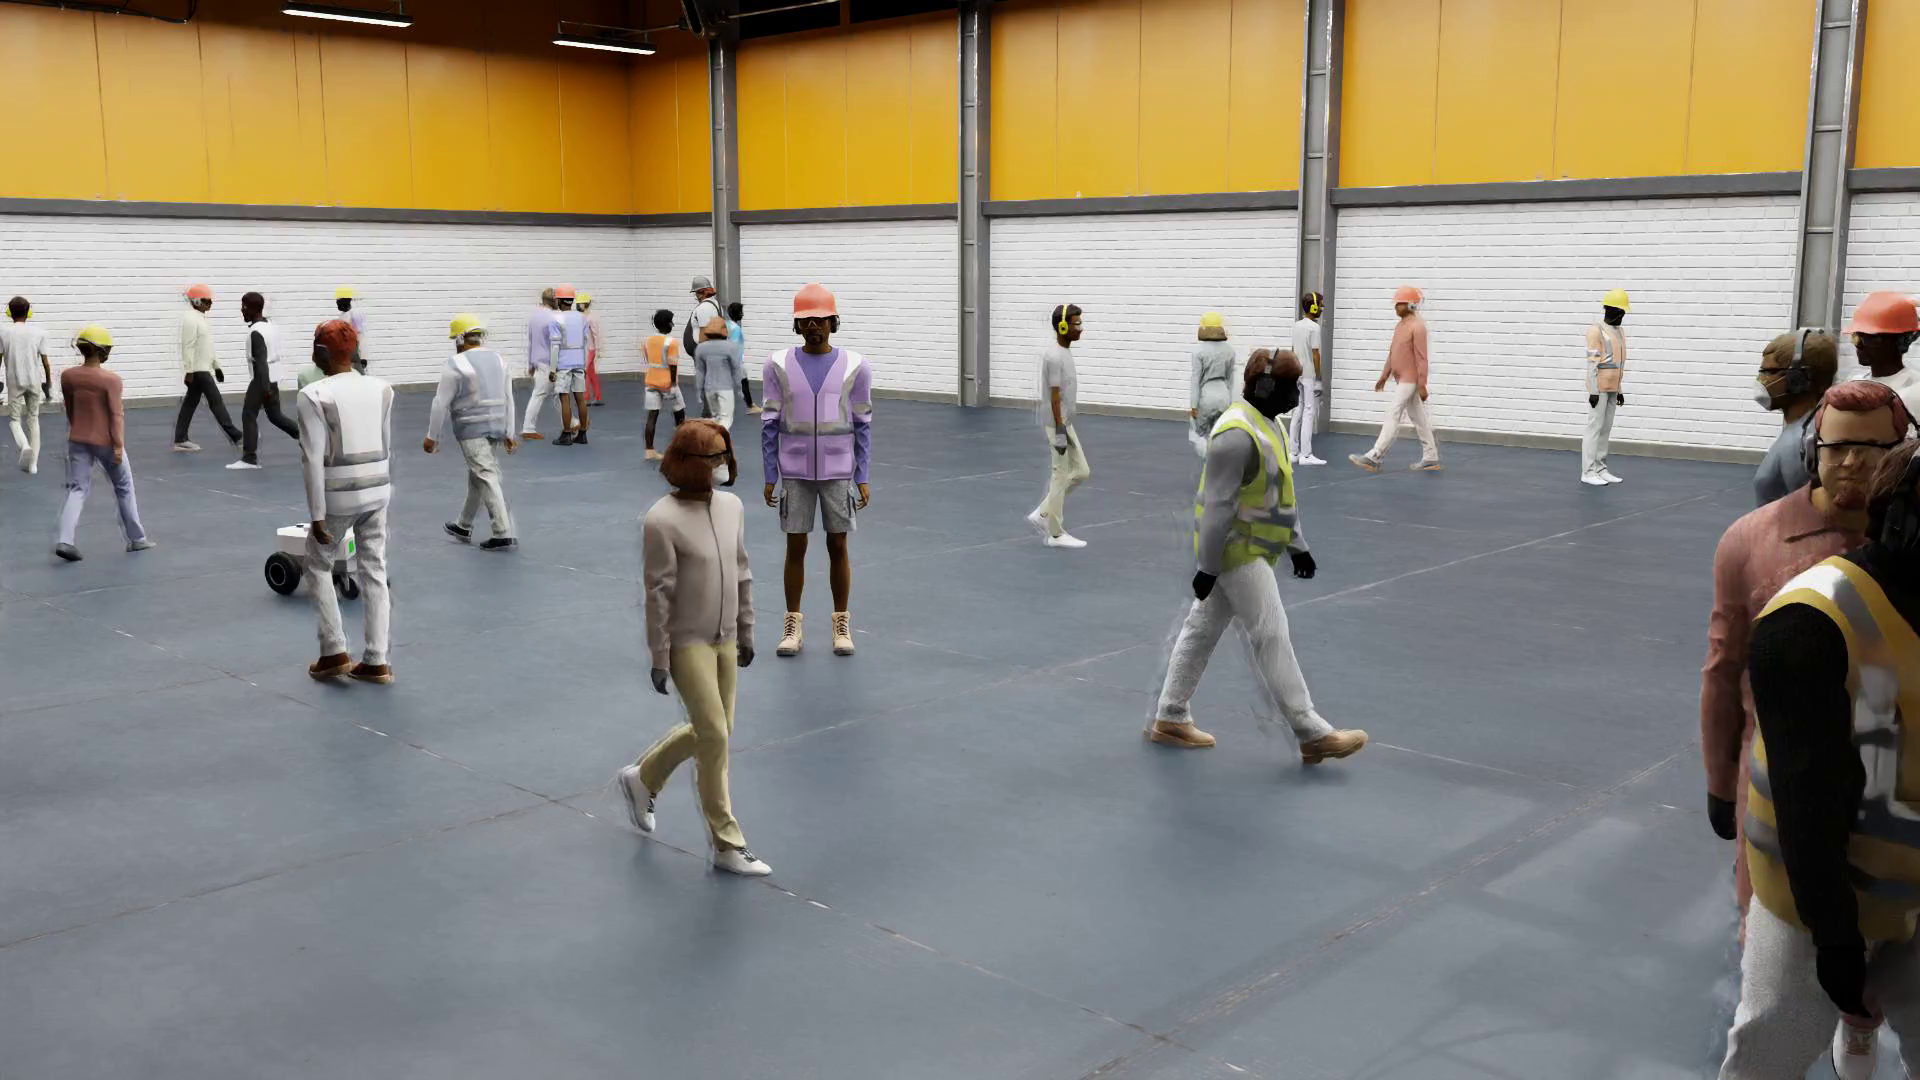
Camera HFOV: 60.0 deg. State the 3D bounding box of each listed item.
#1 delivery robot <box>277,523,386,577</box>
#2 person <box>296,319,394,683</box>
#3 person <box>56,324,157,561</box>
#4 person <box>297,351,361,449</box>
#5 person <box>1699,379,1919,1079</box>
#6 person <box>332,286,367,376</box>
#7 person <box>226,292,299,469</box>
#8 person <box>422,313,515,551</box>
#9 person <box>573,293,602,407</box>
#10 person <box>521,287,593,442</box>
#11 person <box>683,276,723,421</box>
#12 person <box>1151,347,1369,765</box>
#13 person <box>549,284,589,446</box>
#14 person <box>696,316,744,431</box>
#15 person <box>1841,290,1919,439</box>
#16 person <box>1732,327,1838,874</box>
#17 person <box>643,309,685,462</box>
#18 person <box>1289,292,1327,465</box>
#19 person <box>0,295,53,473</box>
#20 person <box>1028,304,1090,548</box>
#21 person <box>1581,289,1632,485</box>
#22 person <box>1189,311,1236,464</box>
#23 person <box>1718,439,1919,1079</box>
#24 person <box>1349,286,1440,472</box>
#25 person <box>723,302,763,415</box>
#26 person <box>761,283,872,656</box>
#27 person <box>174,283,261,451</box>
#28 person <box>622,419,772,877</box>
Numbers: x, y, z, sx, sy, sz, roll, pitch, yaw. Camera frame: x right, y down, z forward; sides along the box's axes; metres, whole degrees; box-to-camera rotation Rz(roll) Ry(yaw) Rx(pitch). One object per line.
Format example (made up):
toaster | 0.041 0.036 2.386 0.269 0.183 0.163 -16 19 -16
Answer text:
delivery robot | -4.111 0.031 10.881 0.707 0.478 0.477 4 10 26
person | -3.165 -0.195 8.534 0.578 1.862 0.580 7 12 37
person | -6.354 -0.706 12.207 0.524 1.736 0.878 1 9 8
person | -4.991 -0.851 13.276 0.529 1.617 0.483 -1 9 -7
person | 2.091 0.551 3.944 0.643 1.879 0.816 5 10 28
person | -8.725 -2.693 23.849 1.003 1.882 0.608 -7 12 -38
person | -7.341 -1.695 17.692 0.889 1.889 0.598 -2 9 -10
person | -3.729 -0.816 12.601 0.918 1.774 0.611 5 11 29
person | -5.791 -2.913 25.585 0.670 1.746 0.532 -7 12 -38
person | -5.020 -2.172 20.597 1.044 1.879 0.629 -7 11 -36
person | -3.512 -2.595 22.725 0.535 2.000 0.674 1 9 8
person | 1.289 0.068 7.189 1.017 1.782 0.619 3 10 17
person | -4.724 -2.104 20.027 0.359 1.938 0.547 7 12 38
person | -2.614 -1.615 18.012 0.508 1.612 0.644 3 10 20
person | 4.136 -0.101 7.479 0.500 2.028 0.611 -1 9 -7
person | 2.804 0.256 5.608 0.453 1.925 0.646 7 11 35
person | -3.214 -1.714 18.438 0.545 1.666 0.759 6 11 35
person | 3.778 -1.751 18.076 0.309 1.868 0.535 -3 10 -19
person | -9.623 -1.584 17.094 0.553 1.852 0.583 -7 11 -36
person | 0.793 -0.857 12.621 0.404 1.857 0.554 2 10 14
person | 6.381 -1.506 16.402 0.585 1.923 0.376 -9 13 -42
person | 2.404 -1.298 15.744 0.484 1.730 0.463 -4 10 -24
person | 1.829 0.716 3.169 0.628 1.803 0.886 -3 10 -19
person | 4.605 -1.677 17.401 1.033 1.937 0.619 0 9 0
person | -3.292 -2.601 23.983 0.905 1.645 0.537 -6 11 -34
person | -0.782 -0.377 9.114 0.608 2.044 0.371 -1 9 -3
person | -8.722 -1.997 19.341 1.004 1.939 0.649 -2 10 -14
person | -0.963 0.361 5.927 0.698 1.610 0.506 5 11 30
